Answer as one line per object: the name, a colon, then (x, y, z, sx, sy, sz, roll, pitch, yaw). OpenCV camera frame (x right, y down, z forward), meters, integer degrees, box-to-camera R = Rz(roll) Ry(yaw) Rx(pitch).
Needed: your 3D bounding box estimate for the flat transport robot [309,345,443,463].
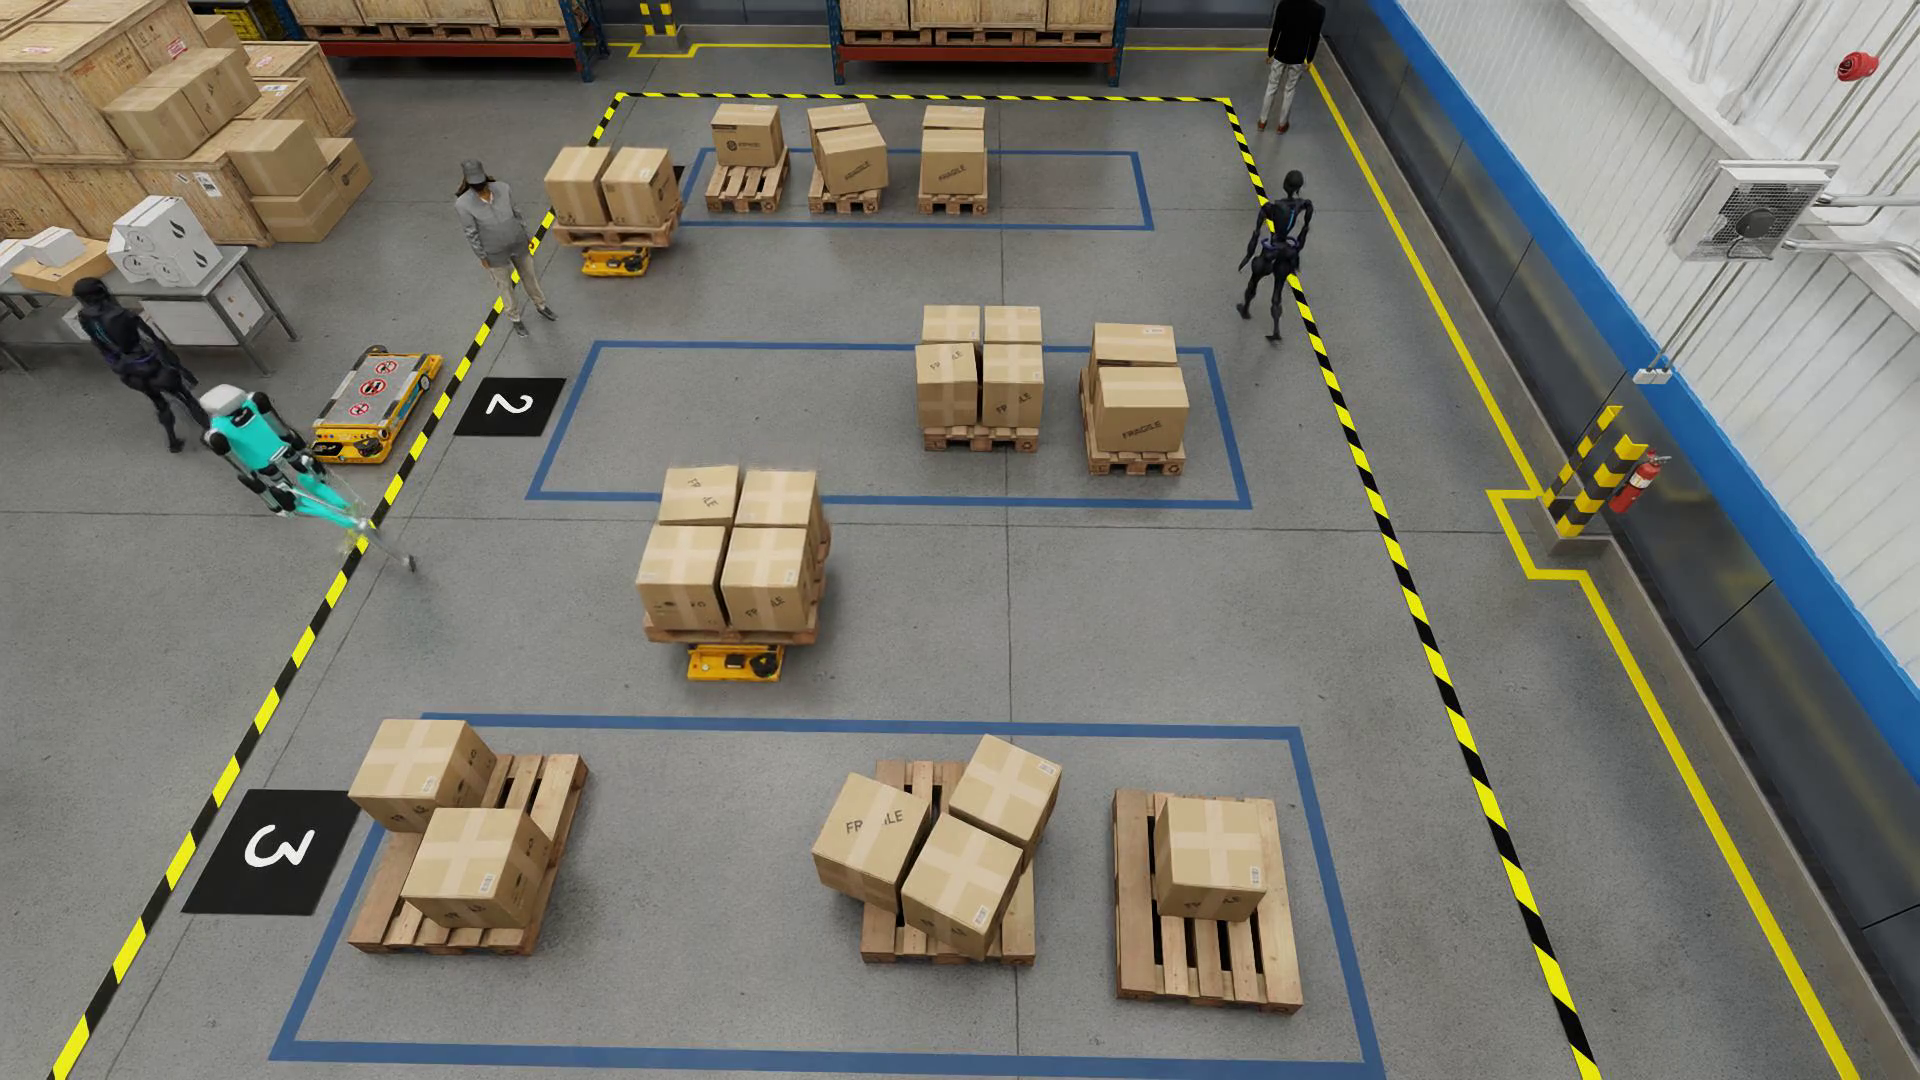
flat transport robot: (-5.383, -1.269, 8.441, 0.659, 0.231, 1.431, 1, 50, 1)

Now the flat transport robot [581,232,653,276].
flat transport robot: (-3.730, -3.442, 10.261, 0.652, 0.197, 1.431, 1, 50, 1)

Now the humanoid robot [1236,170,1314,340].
humanoid robot: (3.026, -2.695, 8.758, 0.600, 1.632, 0.768, -7, 50, -6)

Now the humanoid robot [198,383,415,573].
humanoid robot: (-4.631, -0.369, 6.739, 0.968, 1.772, 0.538, 9, 50, 7)

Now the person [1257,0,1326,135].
person: (4.115, -6.033, 11.414, 0.590, 1.884, 0.353, 18, 52, 15)

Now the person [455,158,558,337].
person: (-4.354, -2.801, 8.753, 0.396, 1.766, 0.572, 34, 58, 25)

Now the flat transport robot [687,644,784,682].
flat transport robot: (-1.622, 0.419, 6.994, 0.652, 0.197, 1.431, 1, 50, 1)

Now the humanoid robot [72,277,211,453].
humanoid robot: (-6.814, -1.410, 7.635, 0.602, 1.638, 0.393, 1, 50, 1)
